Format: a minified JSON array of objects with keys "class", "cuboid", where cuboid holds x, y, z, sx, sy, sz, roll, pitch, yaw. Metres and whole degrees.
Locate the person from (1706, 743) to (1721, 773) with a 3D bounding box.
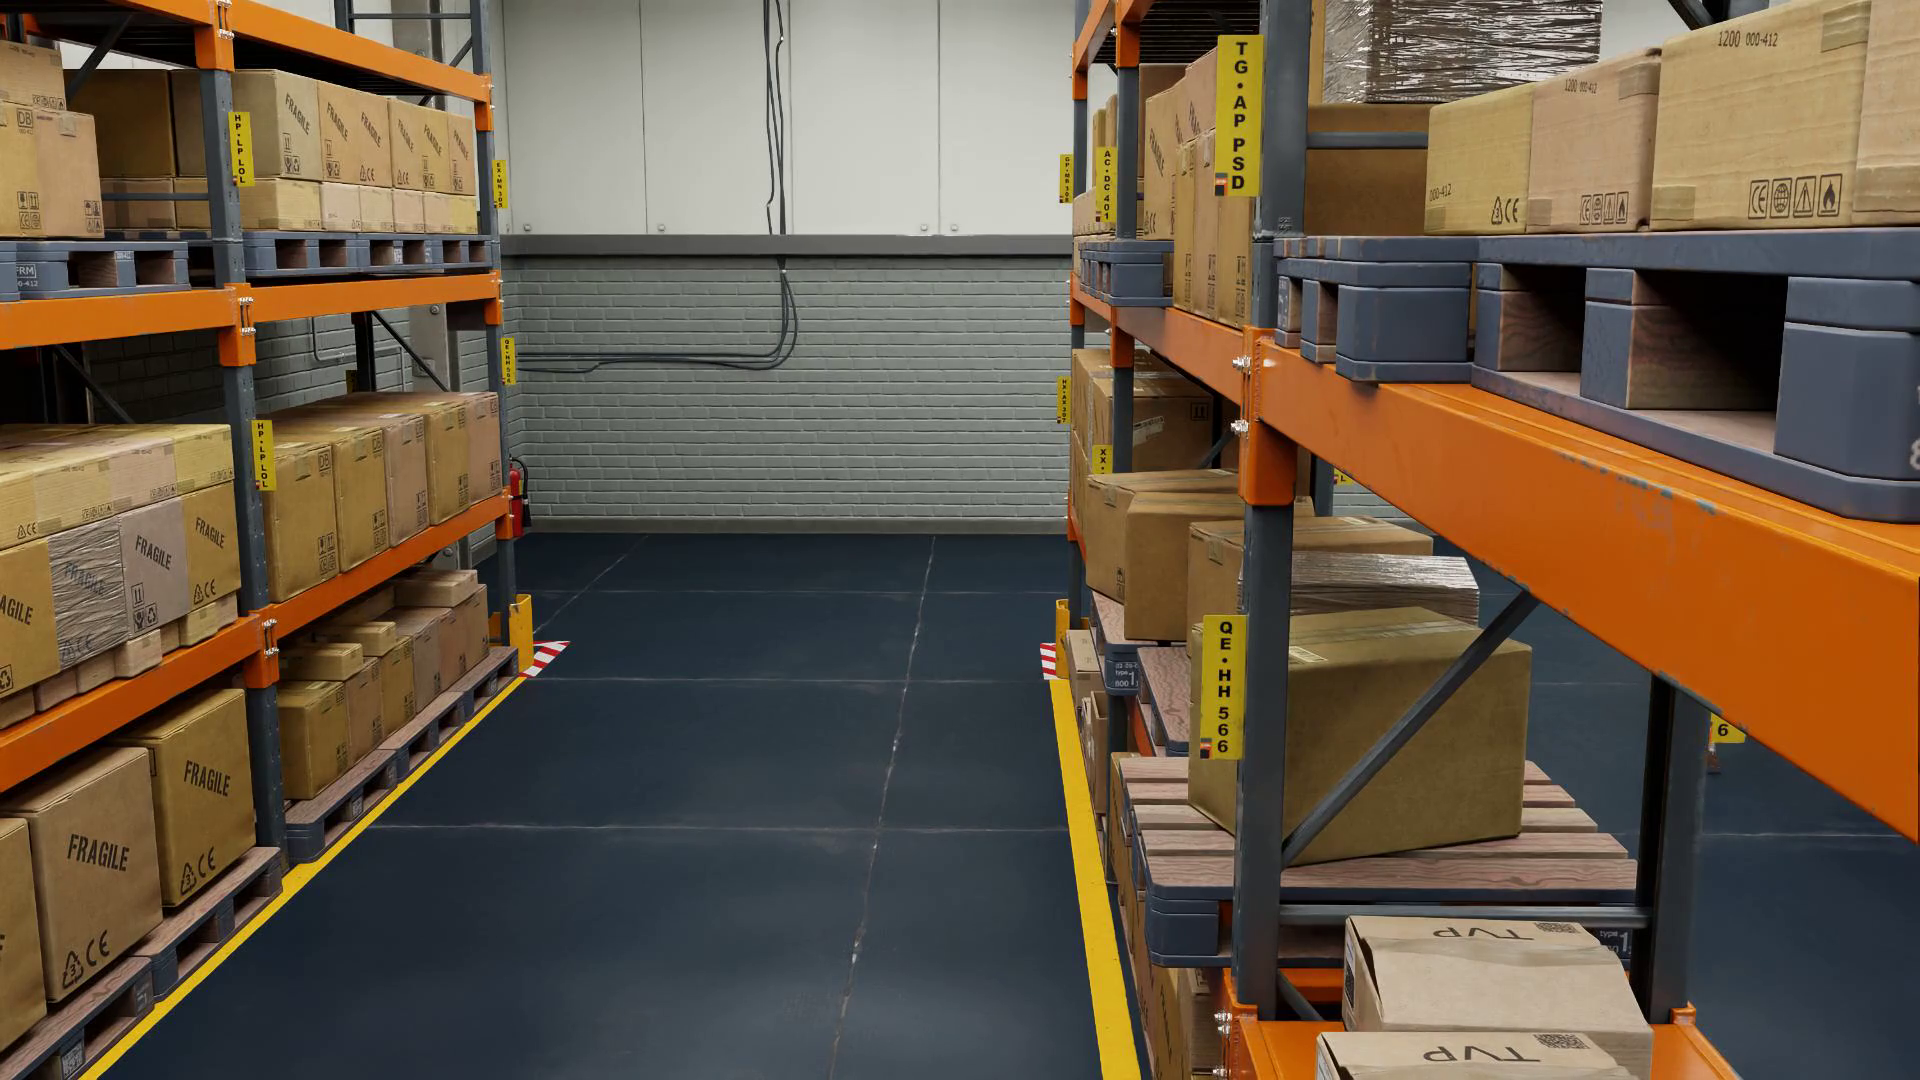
[{"class":"person","cuboid":[4.481,0.358,9.855,0.647,1.889,1.044,2,10,14]}]
